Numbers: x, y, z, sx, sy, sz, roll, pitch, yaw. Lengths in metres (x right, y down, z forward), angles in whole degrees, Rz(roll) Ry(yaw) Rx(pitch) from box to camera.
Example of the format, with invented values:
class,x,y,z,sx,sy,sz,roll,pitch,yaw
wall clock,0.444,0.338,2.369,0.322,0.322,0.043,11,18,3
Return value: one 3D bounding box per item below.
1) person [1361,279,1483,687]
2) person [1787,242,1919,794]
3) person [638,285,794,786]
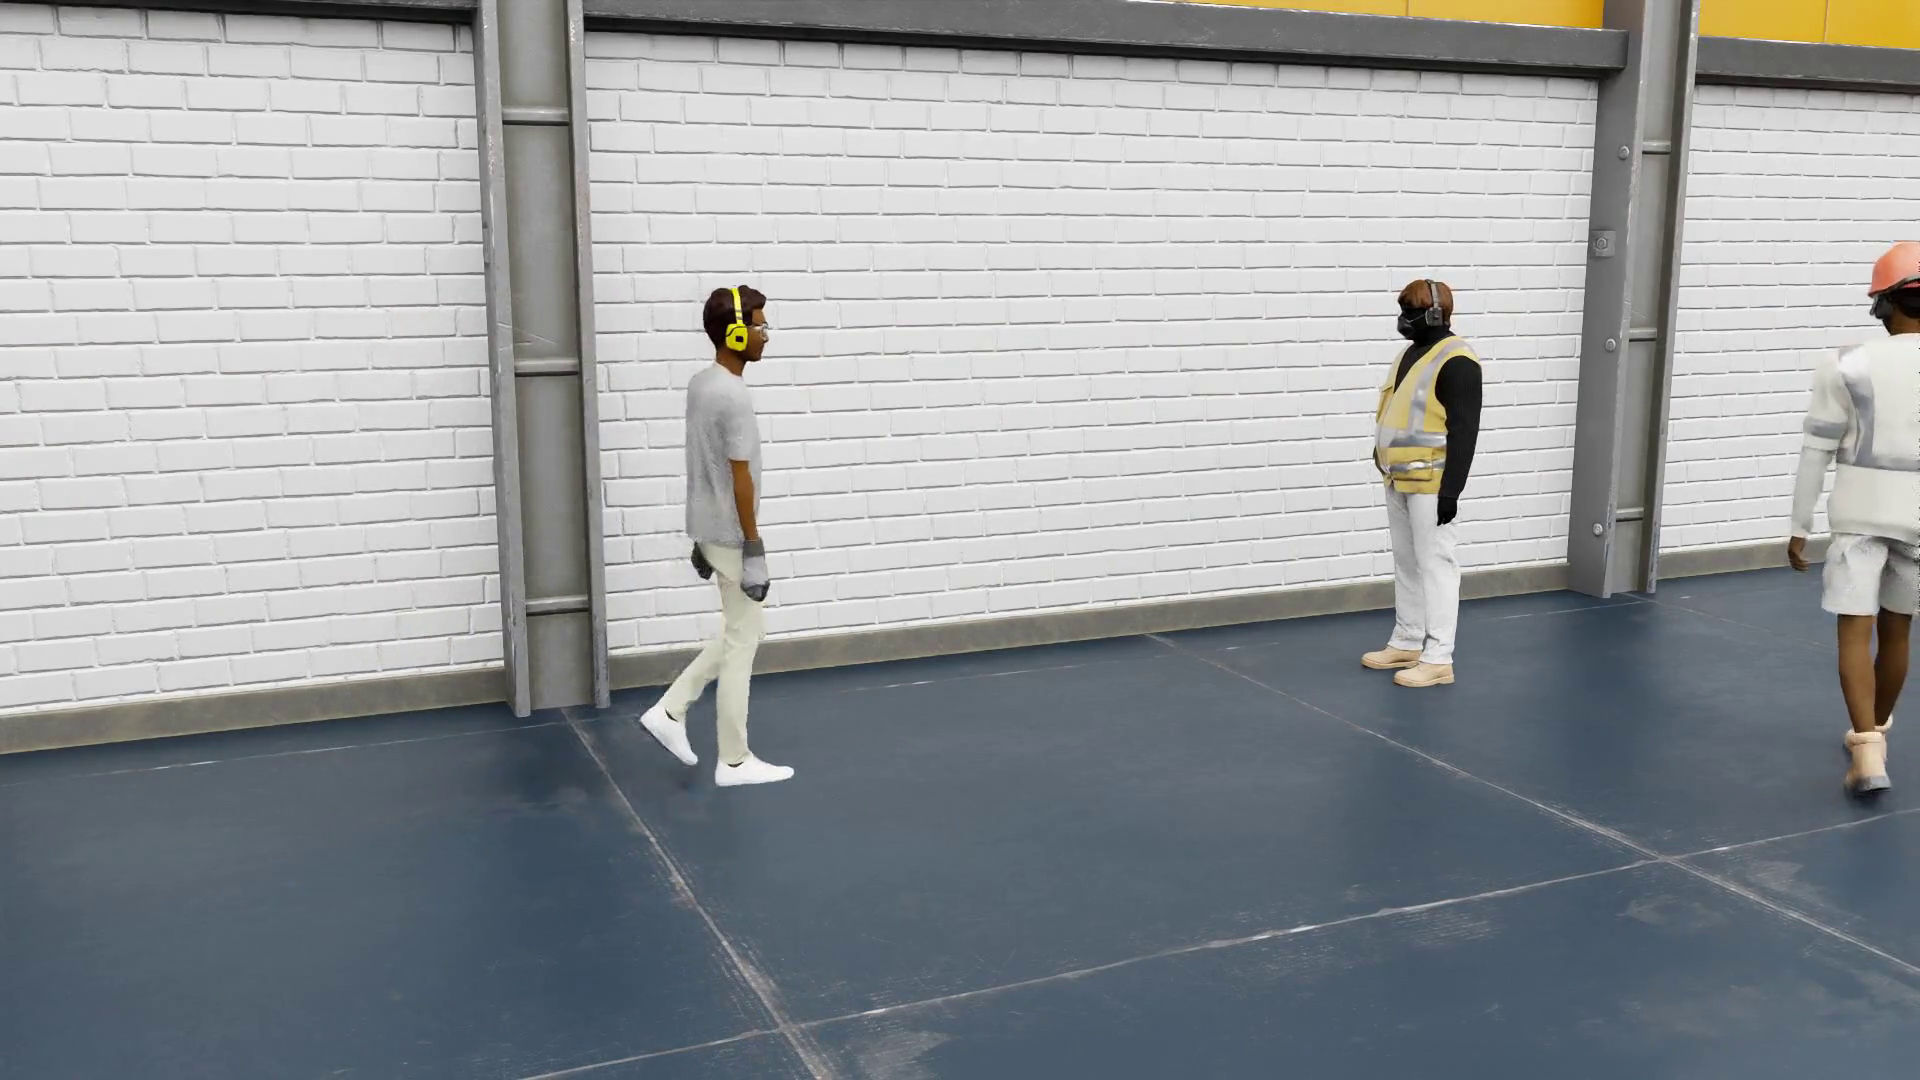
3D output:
class,x,y,z,sx,sy,sz,roll,pitch,yaw
person,2.097,-0.260,7.586,0.429,1.841,0.633,-2,10,-11
person,3.406,-0.077,6.109,0.624,2.015,0.858,3,11,15
person,-0.876,0.006,6.078,0.463,1.859,0.506,-4,11,-21
